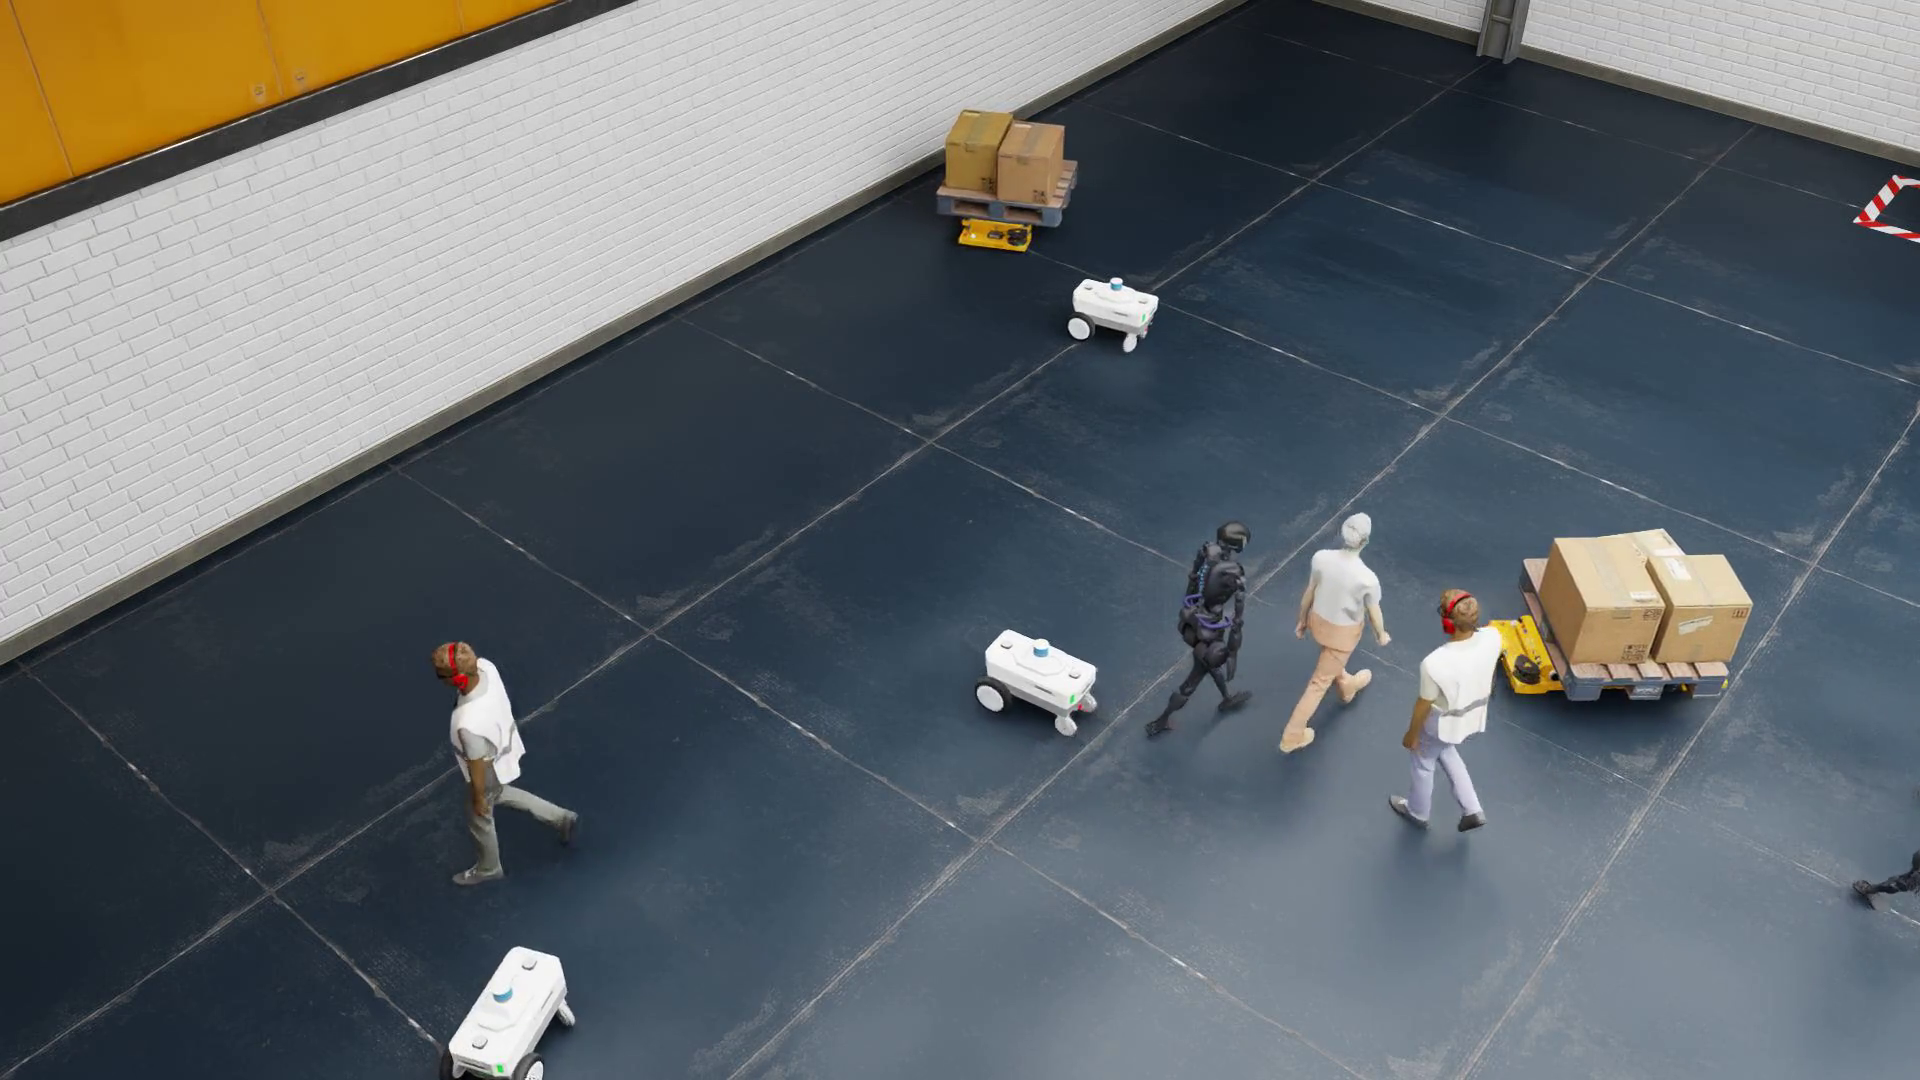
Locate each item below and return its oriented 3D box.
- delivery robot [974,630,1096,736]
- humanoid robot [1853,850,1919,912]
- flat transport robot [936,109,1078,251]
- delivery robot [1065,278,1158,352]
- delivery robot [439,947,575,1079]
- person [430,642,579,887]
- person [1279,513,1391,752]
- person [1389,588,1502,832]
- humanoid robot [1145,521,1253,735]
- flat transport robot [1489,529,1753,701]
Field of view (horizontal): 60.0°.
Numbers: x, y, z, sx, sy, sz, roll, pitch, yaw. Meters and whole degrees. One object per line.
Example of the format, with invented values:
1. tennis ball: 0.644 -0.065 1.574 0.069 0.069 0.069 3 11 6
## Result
1. delivery robot: 0.508 0.903 10.951 0.814 0.612 0.499 22 44 25
2. humanoid robot: 5.477 1.670 9.140 0.607 1.633 0.702 -17 42 -20
3. flat transport robot: 0.470 -3.274 16.350 0.659 0.231 1.431 9 40 10
4. delivery robot: 1.316 -2.006 14.561 0.781 0.610 0.525 18 42 21
5. delivery robot: -2.399 2.592 8.852 0.522 0.609 0.780 11 40 14
6. person: -2.656 1.271 9.474 0.713 1.813 0.571 -3 39 -3
7. person: 2.398 0.546 10.477 0.938 1.693 0.477 -26 46 -29
8. person: 2.880 1.077 9.709 0.596 1.815 0.534 -21 44 -24
9. humanoid robot: 1.569 0.554 10.519 0.789 1.613 0.612 -17 42 -20
10. flat transport robot: 4.421 0.751 11.354 1.431 0.231 0.659 -1 39 -1
